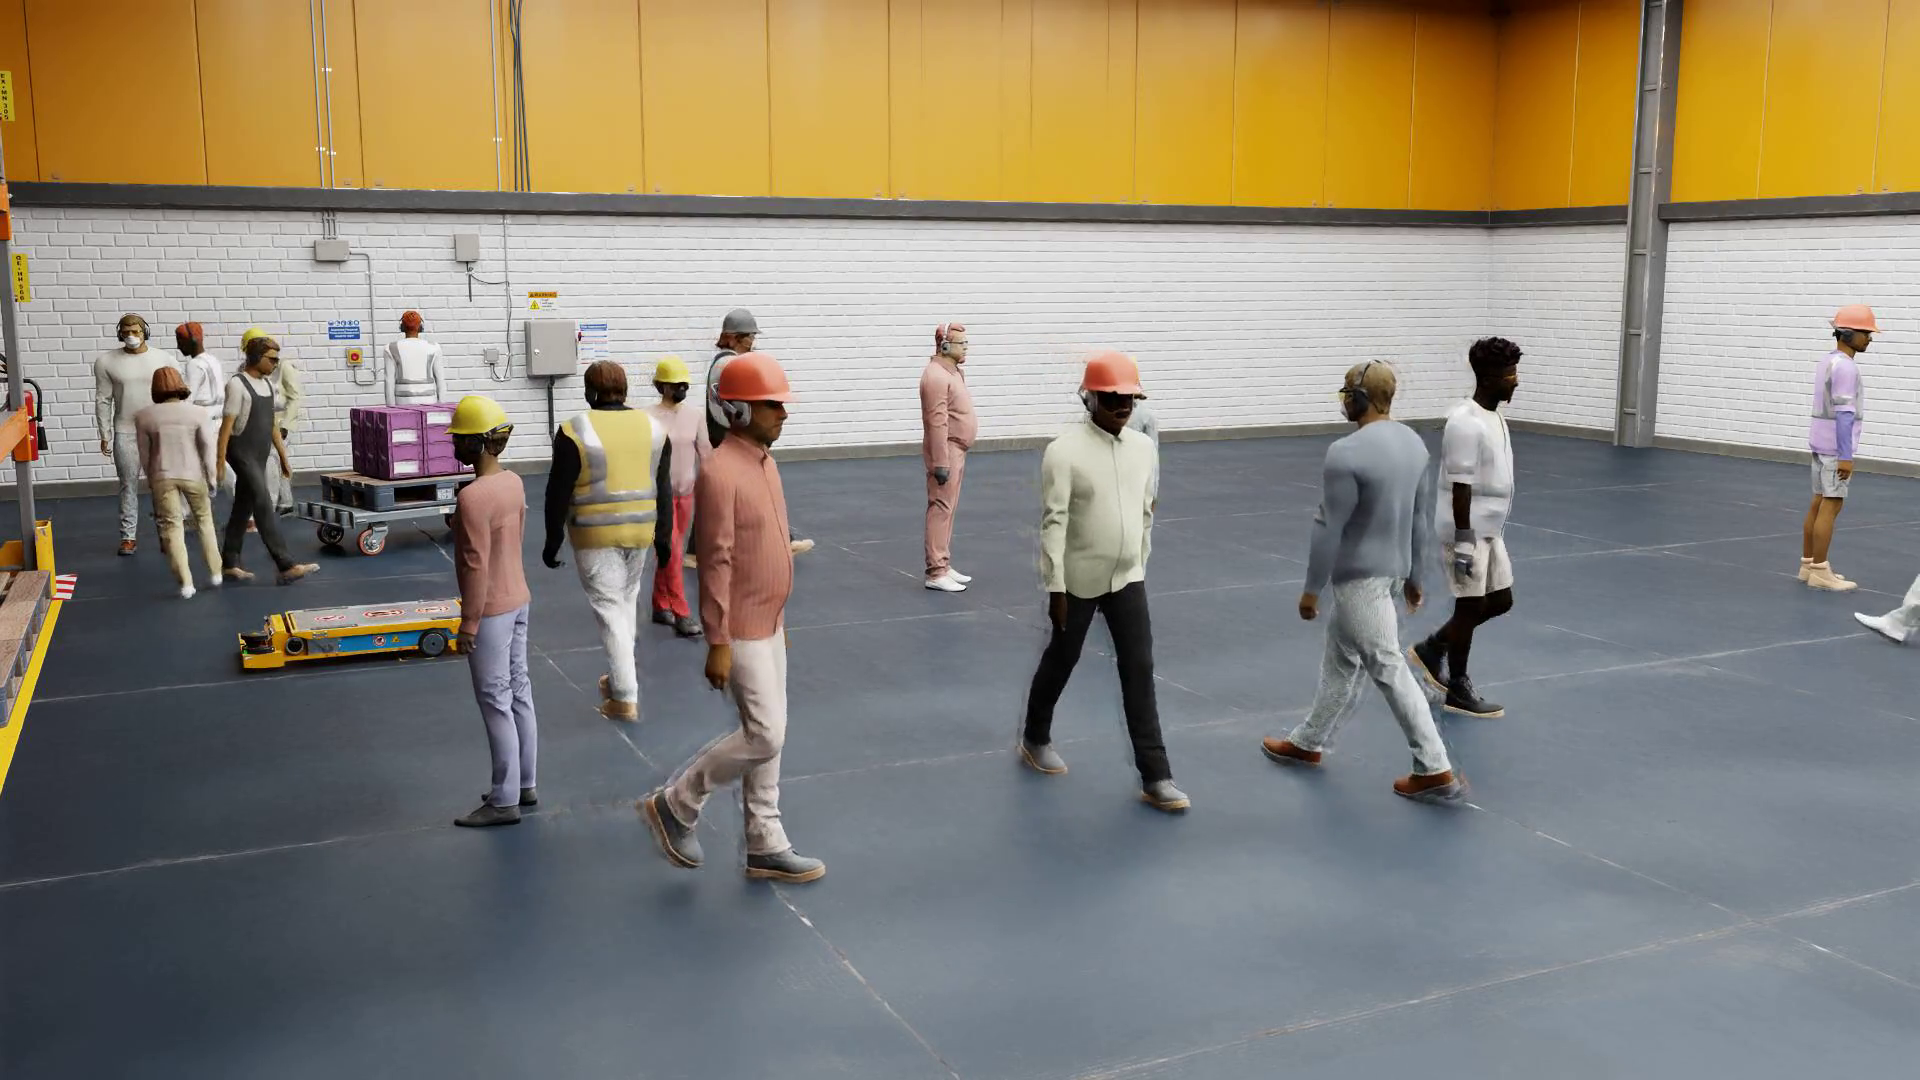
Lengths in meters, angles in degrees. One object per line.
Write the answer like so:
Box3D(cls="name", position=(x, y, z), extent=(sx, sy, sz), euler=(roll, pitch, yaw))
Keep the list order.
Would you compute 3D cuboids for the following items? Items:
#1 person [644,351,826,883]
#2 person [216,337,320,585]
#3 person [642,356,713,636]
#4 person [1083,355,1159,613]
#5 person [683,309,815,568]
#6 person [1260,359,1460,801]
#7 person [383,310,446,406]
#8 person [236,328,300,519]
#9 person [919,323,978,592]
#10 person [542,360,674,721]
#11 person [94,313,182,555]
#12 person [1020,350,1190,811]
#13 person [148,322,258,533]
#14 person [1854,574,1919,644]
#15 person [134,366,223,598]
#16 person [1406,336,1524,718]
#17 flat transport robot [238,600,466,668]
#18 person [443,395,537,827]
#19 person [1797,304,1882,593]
Box3D(cls="person", position=(-0.816, 0.300, 6.101), extent=(0.564, 1.980, 0.636), euler=(2, 9, 11))
Box3D(cls="person", position=(-5.039, -0.566, 12.061), extent=(0.910, 1.792, 0.562), euler=(1, 9, 6))
Box3D(cls="person", position=(-1.744, -0.275, 10.415), extent=(0.795, 1.734, 0.541), euler=(8, 12, 42))
Box3D(cls="person", position=(1.039, -0.332, 10.786), extent=(0.510, 1.730, 0.386), euler=(1, 9, 9))
Box3D(cls="person", position=(-1.665, -0.801, 12.753), extent=(1.035, 2.000, 0.690), euler=(-1, 9, -9))
Box3D(cls="person", position=(1.790, 0.163, 7.251), extent=(1.022, 1.896, 0.640), euler=(9, 13, 44))
Box3D(cls="person", position=(-5.440, -1.346, 16.619), extent=(0.587, 1.882, 0.341), euler=(-4, 10, -23))
Box3D(cls="person", position=(-6.226, -1.016, 14.957), extent=(0.607, 1.760, 0.856), euler=(3, 10, 16))
Box3D(cls="person", position=(-0.074, -0.596, 11.900), extent=(0.402, 1.905, 0.652), euler=(1, 9, 7))
Box3D(cls="person", position=(-1.857, -0.011, 8.564), extent=(0.631, 1.814, 0.791), euler=(-9, 13, -43))
Box3D(cls="person", position=(-6.580, -0.849, 13.370), extent=(0.635, 1.937, 0.354), euler=(-4, 10, -25))
Box3D(cls="person", position=(0.587, 0.144, 7.223), extent=(0.648, 1.944, 1.038), euler=(-6, 11, -31))
Box3D(cls="person", position=(-6.568, -0.956, 14.347), extent=(0.947, 1.827, 0.575), euler=(-2, 9, -12))
Box3D(cls="person", position=(5.853, -0.238, 9.754), extent=(0.969, 1.873, 0.615), euler=(7, 11, 36))
Box3D(cls="person", position=(-5.496, -0.418, 11.712), extent=(0.504, 1.603, 0.720), euler=(-4, 10, -21))
Box3D(cls="person", position=(2.584, -0.065, 8.487), extent=(0.488, 1.948, 0.610), euler=(7, 11, 36))
Box3D(cls="flat transport robot", position=(-3.517, 0.539, 9.916), extent=(1.431, 0.197, 0.652), euler=(-4, 10, -25))
Box3D(cls="person", position=(-1.938, 0.290, 6.839), extent=(0.311, 1.768, 0.531), euler=(1, 9, 5))
Box3D(cls="person", position=(6.267, -0.654, 11.842), extent=(0.393, 2.039, 0.613), euler=(3, 9, 15))
